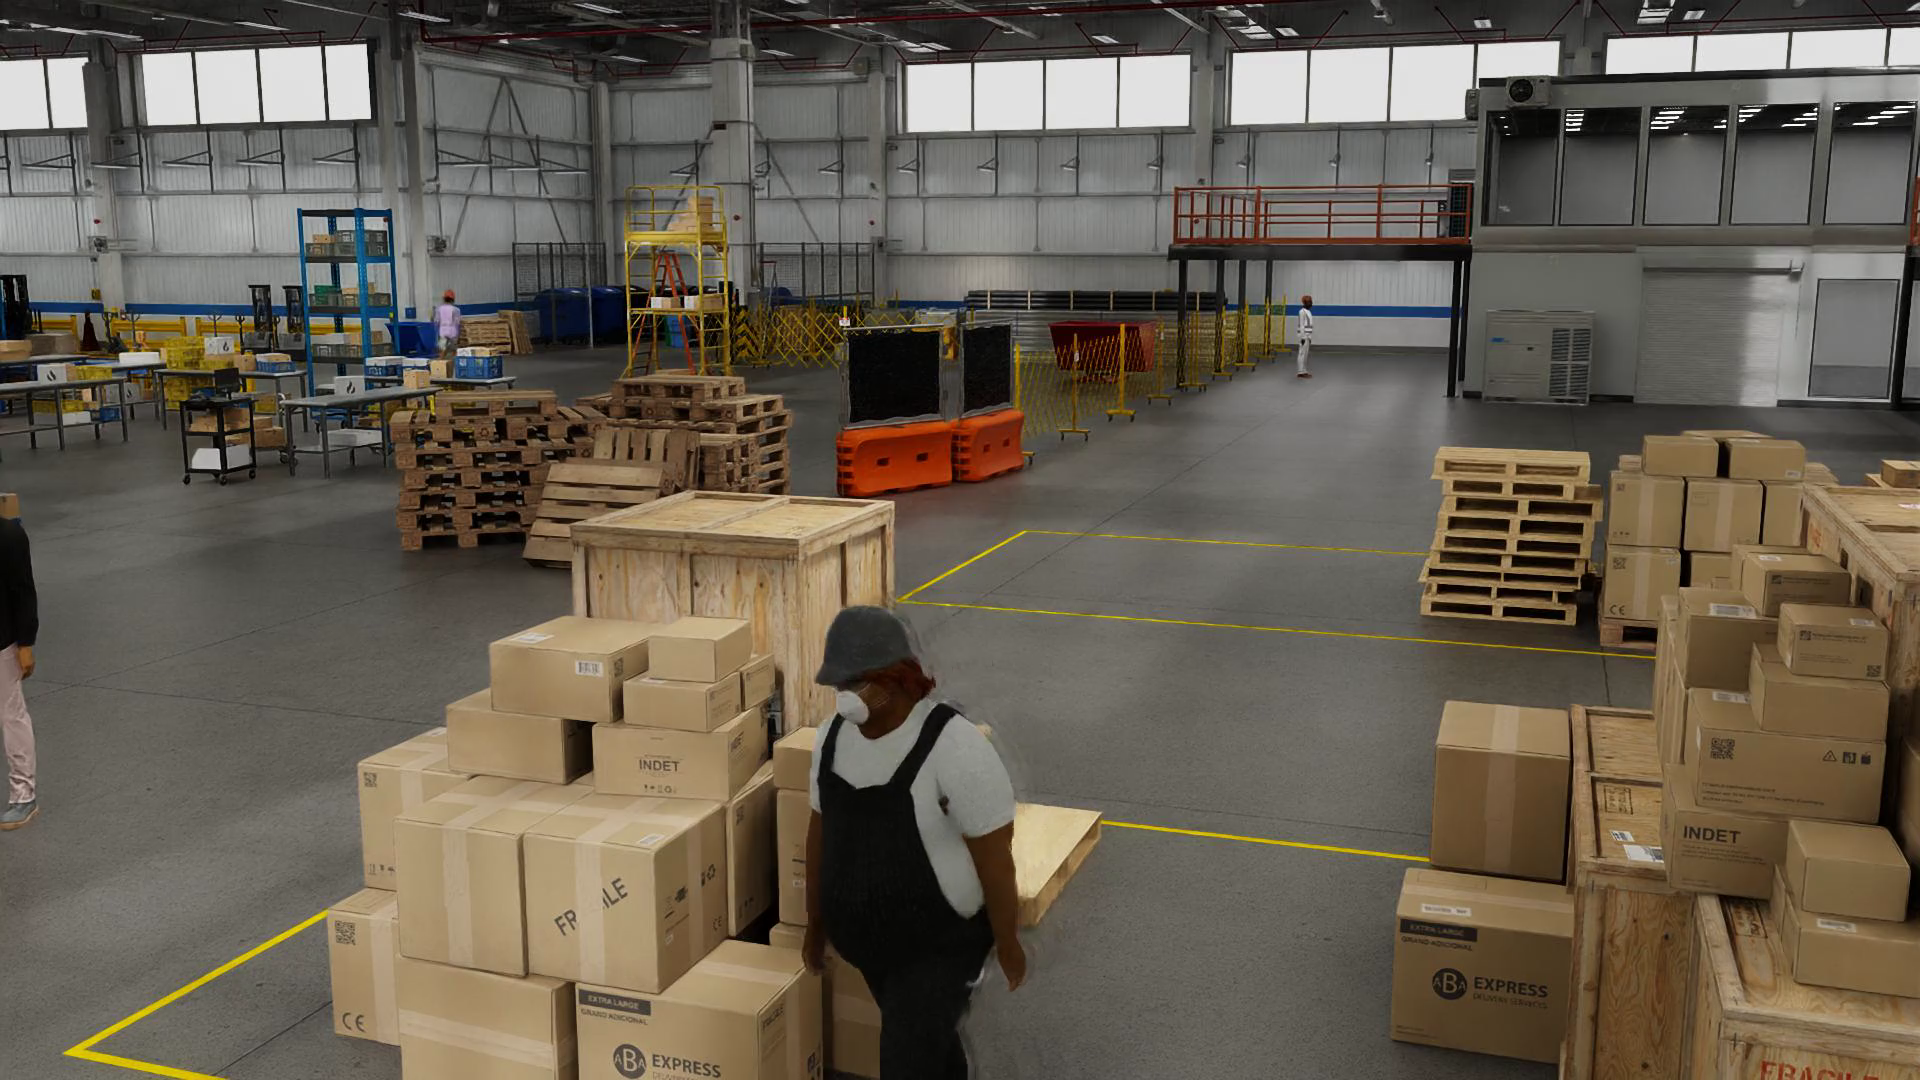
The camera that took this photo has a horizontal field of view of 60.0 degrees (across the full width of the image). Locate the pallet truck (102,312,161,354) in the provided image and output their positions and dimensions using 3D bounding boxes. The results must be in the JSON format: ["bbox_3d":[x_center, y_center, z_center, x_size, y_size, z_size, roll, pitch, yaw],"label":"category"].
[{"bbox_3d":[-23.057,-5.777,46.261,0.680,1.201,1.601,3,11,19],"label":"pallet truck"}]

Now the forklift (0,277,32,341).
[{"bbox_3d":[-27.151,-6.329,46.328,1.157,1.987,2.680,3,11,17],"label":"forklift"}]

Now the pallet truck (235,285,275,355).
[{"bbox_3d":[-18.327,-5.835,44.421,0.823,1.965,1.885,4,11,23],"label":"pallet truck"}]

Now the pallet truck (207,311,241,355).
[{"bbox_3d":[-19.537,-5.575,44.913,0.653,1.274,1.630,3,11,19],"label":"pallet truck"}]

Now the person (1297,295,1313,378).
[{"bbox_3d":[7.886,-4.631,37.959,0.349,1.884,0.584,5,11,24],"label":"person"}]

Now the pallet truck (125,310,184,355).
[{"bbox_3d":[-22.038,-5.665,45.457,0.704,1.261,1.522,3,11,17],"label":"pallet truck"}]

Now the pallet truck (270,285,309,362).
[{"bbox_3d":[-17.147,-5.700,43.663,0.823,1.965,1.885,3,11,17],"label":"pallet truck"}]

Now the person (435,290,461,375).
[{"bbox_3d":[-11.754,-4.726,38.151,0.618,2.017,0.869,0,10,2],"label":"person"}]

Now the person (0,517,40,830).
[{"bbox_3d":[-5.100,0.521,8.629,0.610,1.996,0.384,1,10,6],"label":"person"}]

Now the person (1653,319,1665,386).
[{"bbox_3d":[14.943,-4.111,35.784,0.774,1.605,0.499,1,10,7],"label":"person"}]
